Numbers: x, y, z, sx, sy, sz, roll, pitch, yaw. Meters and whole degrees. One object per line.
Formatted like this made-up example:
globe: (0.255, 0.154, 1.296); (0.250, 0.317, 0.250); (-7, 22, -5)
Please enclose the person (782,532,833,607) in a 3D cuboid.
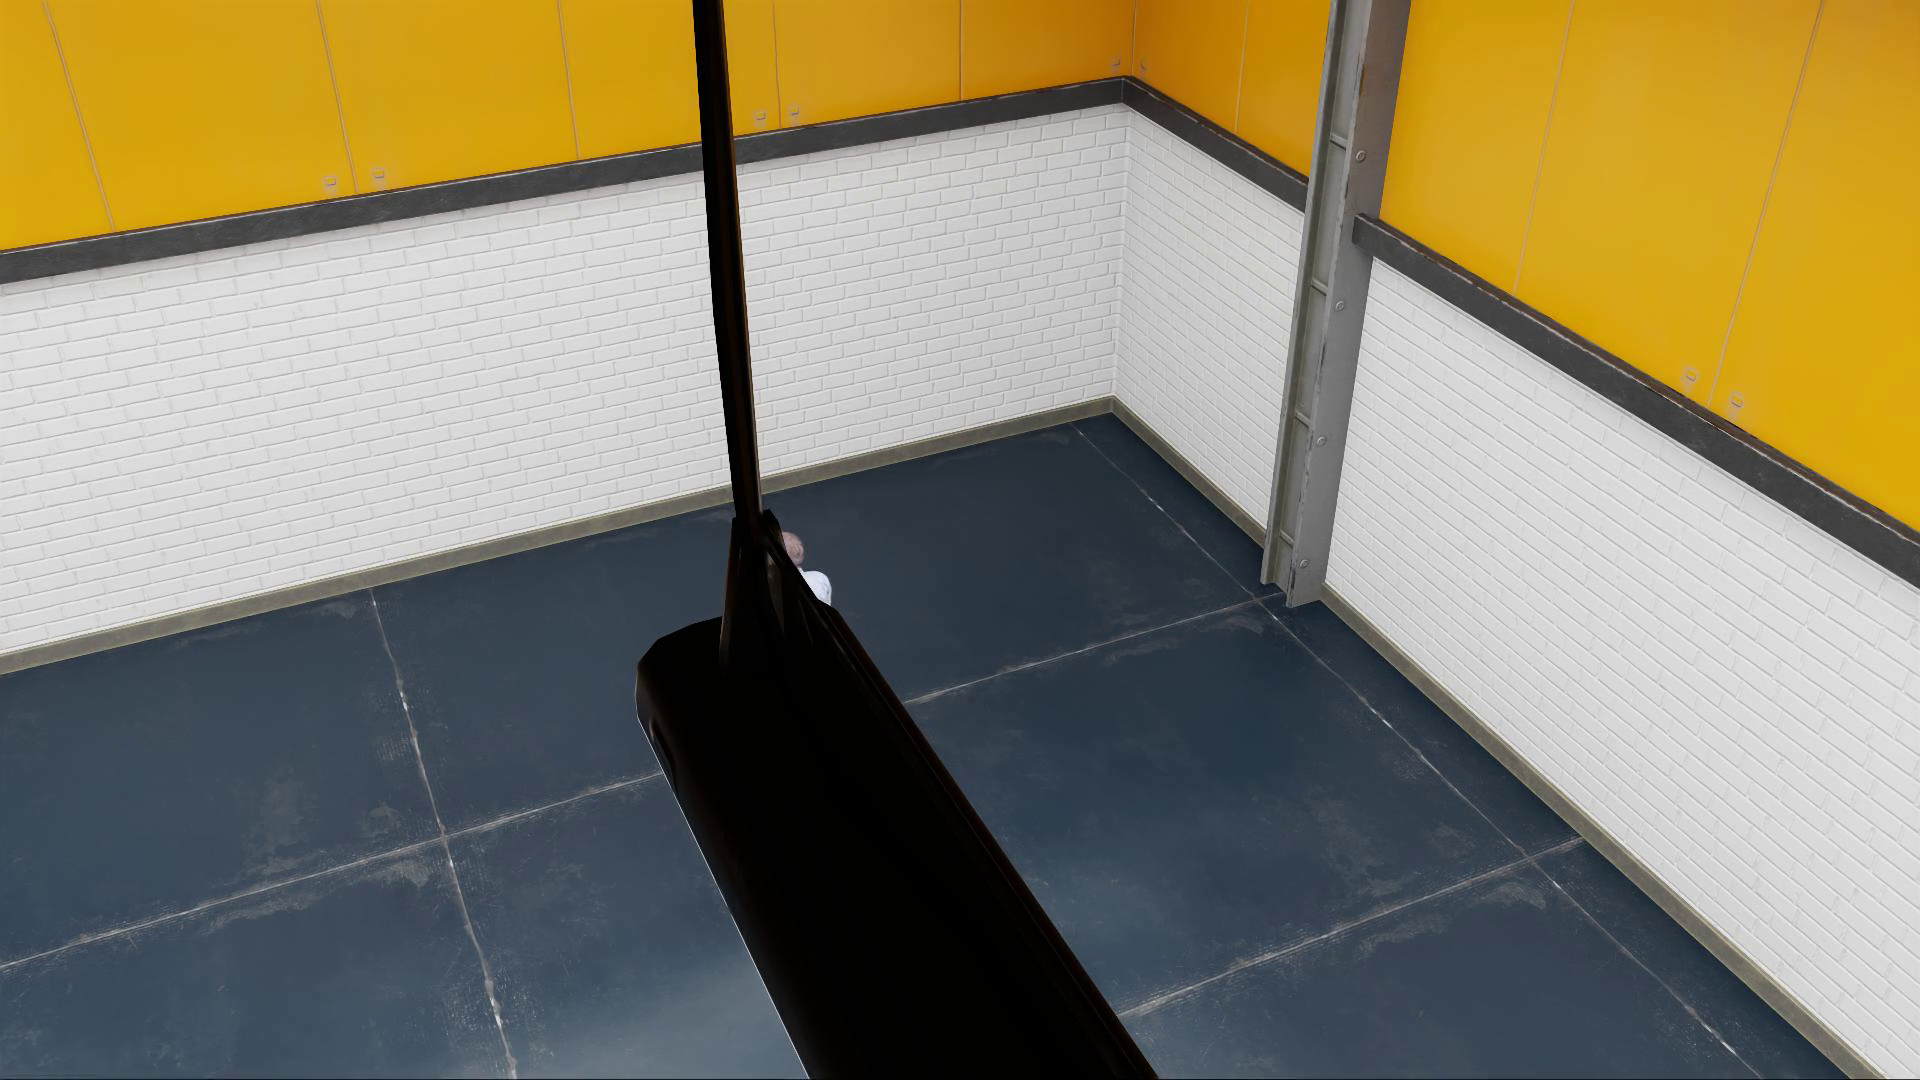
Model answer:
person: (-1.005, 0.745, 10.360); (0.743, 1.828, 0.685); (-27, 42, -34)
